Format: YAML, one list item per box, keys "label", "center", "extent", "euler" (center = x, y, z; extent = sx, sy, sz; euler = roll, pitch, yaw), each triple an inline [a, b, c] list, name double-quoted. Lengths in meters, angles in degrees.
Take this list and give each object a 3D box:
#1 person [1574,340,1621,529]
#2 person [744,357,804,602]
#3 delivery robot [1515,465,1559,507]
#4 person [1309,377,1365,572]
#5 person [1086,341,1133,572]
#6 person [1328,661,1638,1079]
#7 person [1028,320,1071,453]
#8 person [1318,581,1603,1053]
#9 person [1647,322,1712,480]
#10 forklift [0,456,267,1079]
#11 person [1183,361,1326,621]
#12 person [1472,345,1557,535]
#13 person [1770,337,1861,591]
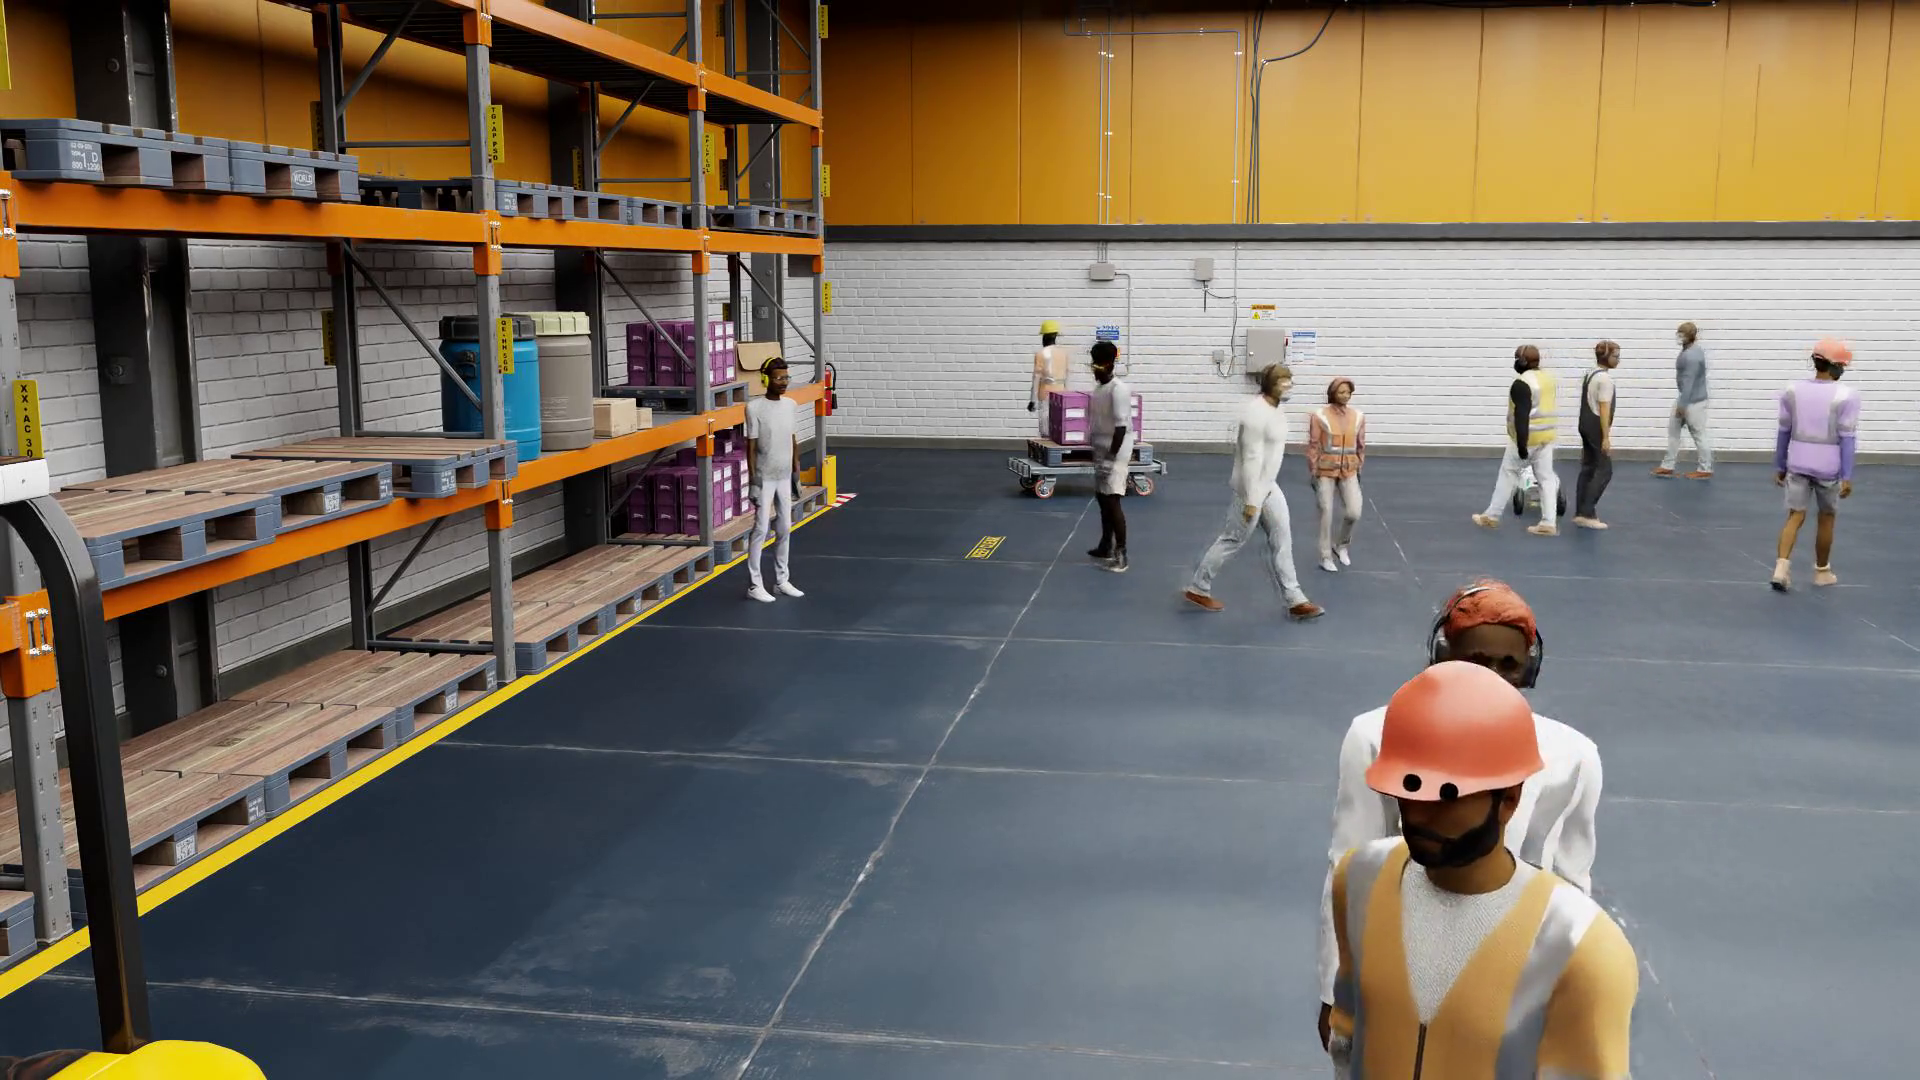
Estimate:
- label: "person"
  center: [6.195, -1.016, 16.195]
  extent: [0.346, 1.832, 0.603]
  euler: [0, 9, 2]
- label: "person"
  center: [-1.415, -0.459, 12.654]
  extent: [0.318, 1.860, 0.509]
  euler: [8, 12, 42]
- label: "delivery robot"
  center: [5.979, -0.601, 17.234]
  extent: [0.477, 0.478, 0.707]
  euler: [2, 9, 10]
- label: "person"
  center: [3.131, -0.539, 13.825]
  extent: [0.512, 1.630, 0.362]
  euler: [-1, 9, -9]
- label: "person"
  center: [1.235, -0.725, 14.123]
  extent: [0.385, 1.930, 0.827]
  euler: [-2, 10, -14]
- label: "person"
  center: [0.750, 1.138, 2.686]
  extent: [0.957, 1.888, 0.569]
  euler: [-9, 13, -43]
- label: "person"
  center: [1.164, -1.804, 20.813]
  extent: [0.774, 1.901, 0.594]
  euler: [7, 12, 38]
- label: "person"
  center: [1.136, 0.988, 3.823]
  extent: [0.585, 1.844, 0.966]
  euler: [3, 10, 18]
- label: "person"
  center: [8.647, -1.648, 19.859]
  extent: [0.818, 1.893, 0.660]
  euler: [2, 9, 10]
- label: "forklift"
  center: [-2.328, 0.975, 2.765]
  extent: [2.313, 2.155, 1.214]
  euler: [1, 9, 9]
- label: "person"
  center: [2.117, -0.350, 11.969]
  extent: [1.051, 1.876, 0.683]
  euler: [5, 11, 30]
- label: "person"
  center: [5.366, -0.959, 15.926]
  extent: [0.632, 1.799, 0.905]
  euler: [-7, 12, -39]
- label: "person"
  center: [6.699, -0.579, 13.007]
  extent: [0.778, 2.004, 0.661]
  euler: [-8, 12, -39]
